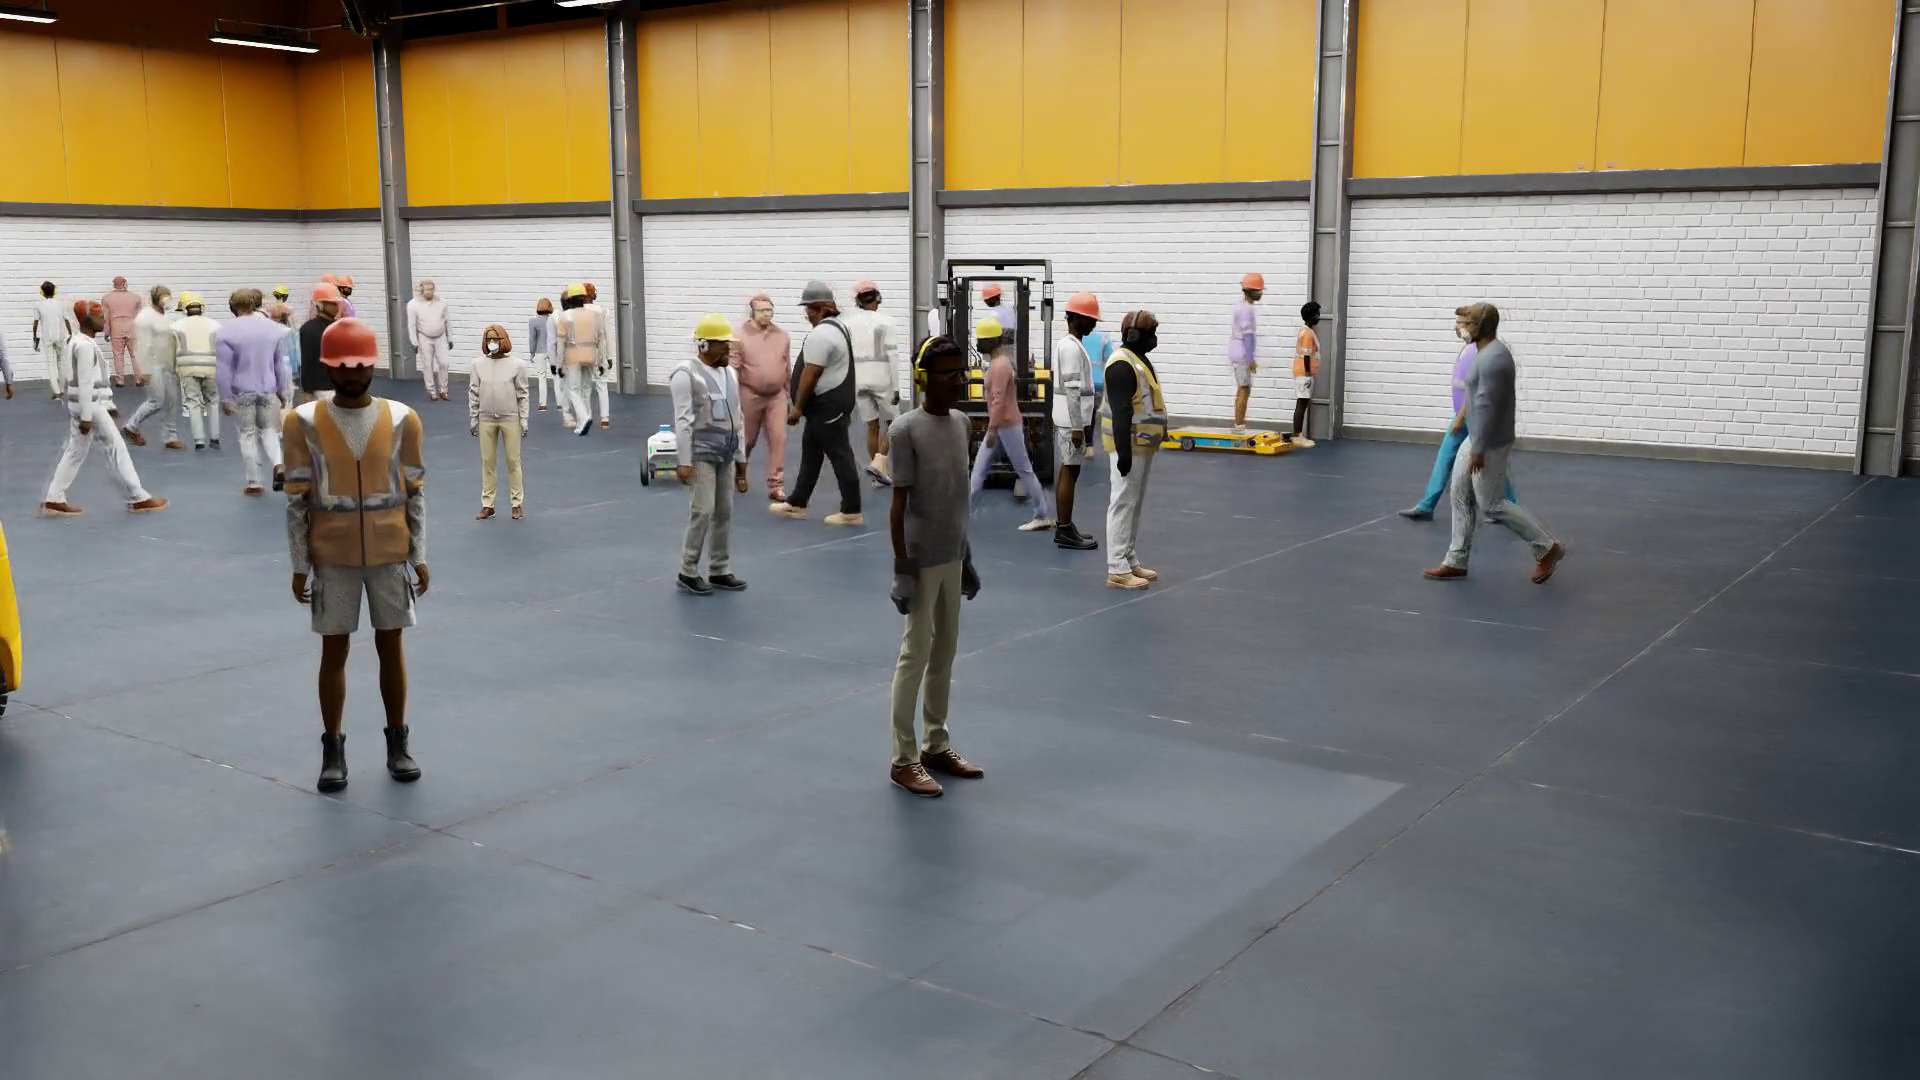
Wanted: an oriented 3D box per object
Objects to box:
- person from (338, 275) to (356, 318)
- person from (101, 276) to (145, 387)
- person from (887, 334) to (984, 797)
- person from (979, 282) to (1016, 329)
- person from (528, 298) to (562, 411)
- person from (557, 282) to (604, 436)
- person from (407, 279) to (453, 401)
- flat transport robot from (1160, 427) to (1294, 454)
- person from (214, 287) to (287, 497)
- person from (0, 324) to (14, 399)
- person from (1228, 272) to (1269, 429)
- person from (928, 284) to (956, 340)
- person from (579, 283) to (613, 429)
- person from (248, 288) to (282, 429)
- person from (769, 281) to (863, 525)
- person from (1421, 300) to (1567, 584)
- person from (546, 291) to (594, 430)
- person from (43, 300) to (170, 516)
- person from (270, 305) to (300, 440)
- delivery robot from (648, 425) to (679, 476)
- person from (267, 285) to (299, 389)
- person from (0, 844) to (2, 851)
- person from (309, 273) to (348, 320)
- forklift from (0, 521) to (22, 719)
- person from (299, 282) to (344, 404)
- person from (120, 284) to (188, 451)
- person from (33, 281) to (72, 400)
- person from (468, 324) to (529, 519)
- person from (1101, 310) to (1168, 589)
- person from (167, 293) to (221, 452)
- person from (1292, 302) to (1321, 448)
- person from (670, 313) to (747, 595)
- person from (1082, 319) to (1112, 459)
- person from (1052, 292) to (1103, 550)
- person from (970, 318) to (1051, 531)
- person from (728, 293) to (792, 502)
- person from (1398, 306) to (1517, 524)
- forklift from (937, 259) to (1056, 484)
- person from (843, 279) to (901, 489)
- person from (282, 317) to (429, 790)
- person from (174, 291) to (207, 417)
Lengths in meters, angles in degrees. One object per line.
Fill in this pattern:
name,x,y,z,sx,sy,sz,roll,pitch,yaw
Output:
person,-9.586,-3.165,26.018,0.357,1.938,0.545,0,10,-2
person,-14.384,-3.584,28.617,0.645,1.905,0.400,-5,11,-27
person,-0.097,0.095,6.808,0.310,1.868,0.532,7,12,35
person,0.568,-2.377,21.504,0.609,1.893,0.590,9,13,41
person,-5.954,-2.669,23.969,0.501,1.631,0.285,-4,10,-22
person,-4.670,-2.223,20.498,0.603,1.908,0.748,-7,12,-36
person,-8.133,-3.076,25.641,0.689,1.881,0.625,-6,11,-32
flat transport robot,3.018,-1.150,18.972,1.431,0.197,0.652,6,11,30
person,-6.447,-1.336,15.158,0.477,1.925,0.647,9,13,42
person,-9.832,-1.580,16.637,0.655,1.912,0.878,-5,11,-26
person,3.446,-2.182,19.927,0.464,2.033,0.657,2,10,13
person,-0.167,-2.069,19.546,0.387,1.919,0.594,-7,12,-34
person,-4.748,-2.356,21.362,0.584,1.882,0.337,-4,10,-24
person,-8.724,-2.241,20.876,0.435,1.820,0.582,1,10,3
person,-1.221,-1.137,13.634,0.946,2.000,0.689,1,10,5
person,3.584,-0.636,11.065,0.843,1.911,0.631,1,10,8
person,-4.947,-2.297,21.332,0.682,1.776,0.965,-5,11,-25
person,-7.363,-1.114,14.132,0.971,1.837,0.577,-7,12,-35
person,-8.238,-2.027,20.190,0.543,1.618,0.419,6,11,30
delivery robot,-2.877,-0.881,16.249,0.477,0.478,0.707,-2,10,-11
person,-11.376,-3.396,27.927,0.522,1.761,0.330,3,10,15
person,-3.518,0.373,5.417,0.632,1.790,0.971,2,10,13
person,-9.334,-2.976,24.777,0.852,1.968,0.660,6,11,30
forklift,-5.296,-0.090,6.943,1.214,2.155,2.313,7,12,35
person,-6.074,-1.479,15.909,0.894,1.968,0.622,4,10,21
person,-9.166,-1.945,18.845,0.660,1.909,0.651,2,10,11
person,-14.271,-3.132,26.137,0.563,1.834,0.864,-7,12,-38
person,-3.859,-0.984,13.934,0.498,1.634,0.281,0,10,-1
person,1.162,-0.605,11.064,0.429,1.839,0.634,3,10,18
person,-8.714,-1.913,18.987,0.597,1.789,0.730,-6,11,-31
person,4.025,-1.917,19.322,0.319,1.691,0.535,1,10,8
person,-1.621,-0.557,10.809,0.404,1.823,0.623,6,11,31
person,1.390,-1.728,18.311,0.550,1.637,0.918,-2,10,-11
person,0.883,-0.897,12.541,0.374,1.928,0.543,0,10,0
person,0.274,-0.905,13.222,0.986,1.703,0.540,-1,10,-6
person,-1.840,-1.306,15.154,0.654,1.875,0.857,-5,11,-27
person,4.182,-1.022,13.681,0.974,1.797,0.568,0,10,-2
forklift,0.370,-1.738,16.759,1.214,2.155,2.313,1,10,3
person,-0.836,-1.471,15.779,0.651,1.989,0.533,5,11,28
person,-2.459,0.060,6.820,0.551,1.932,0.378,-4,10,-25
person,-10.700,-2.584,23.137,0.484,1.745,0.296,-5,11,-25
